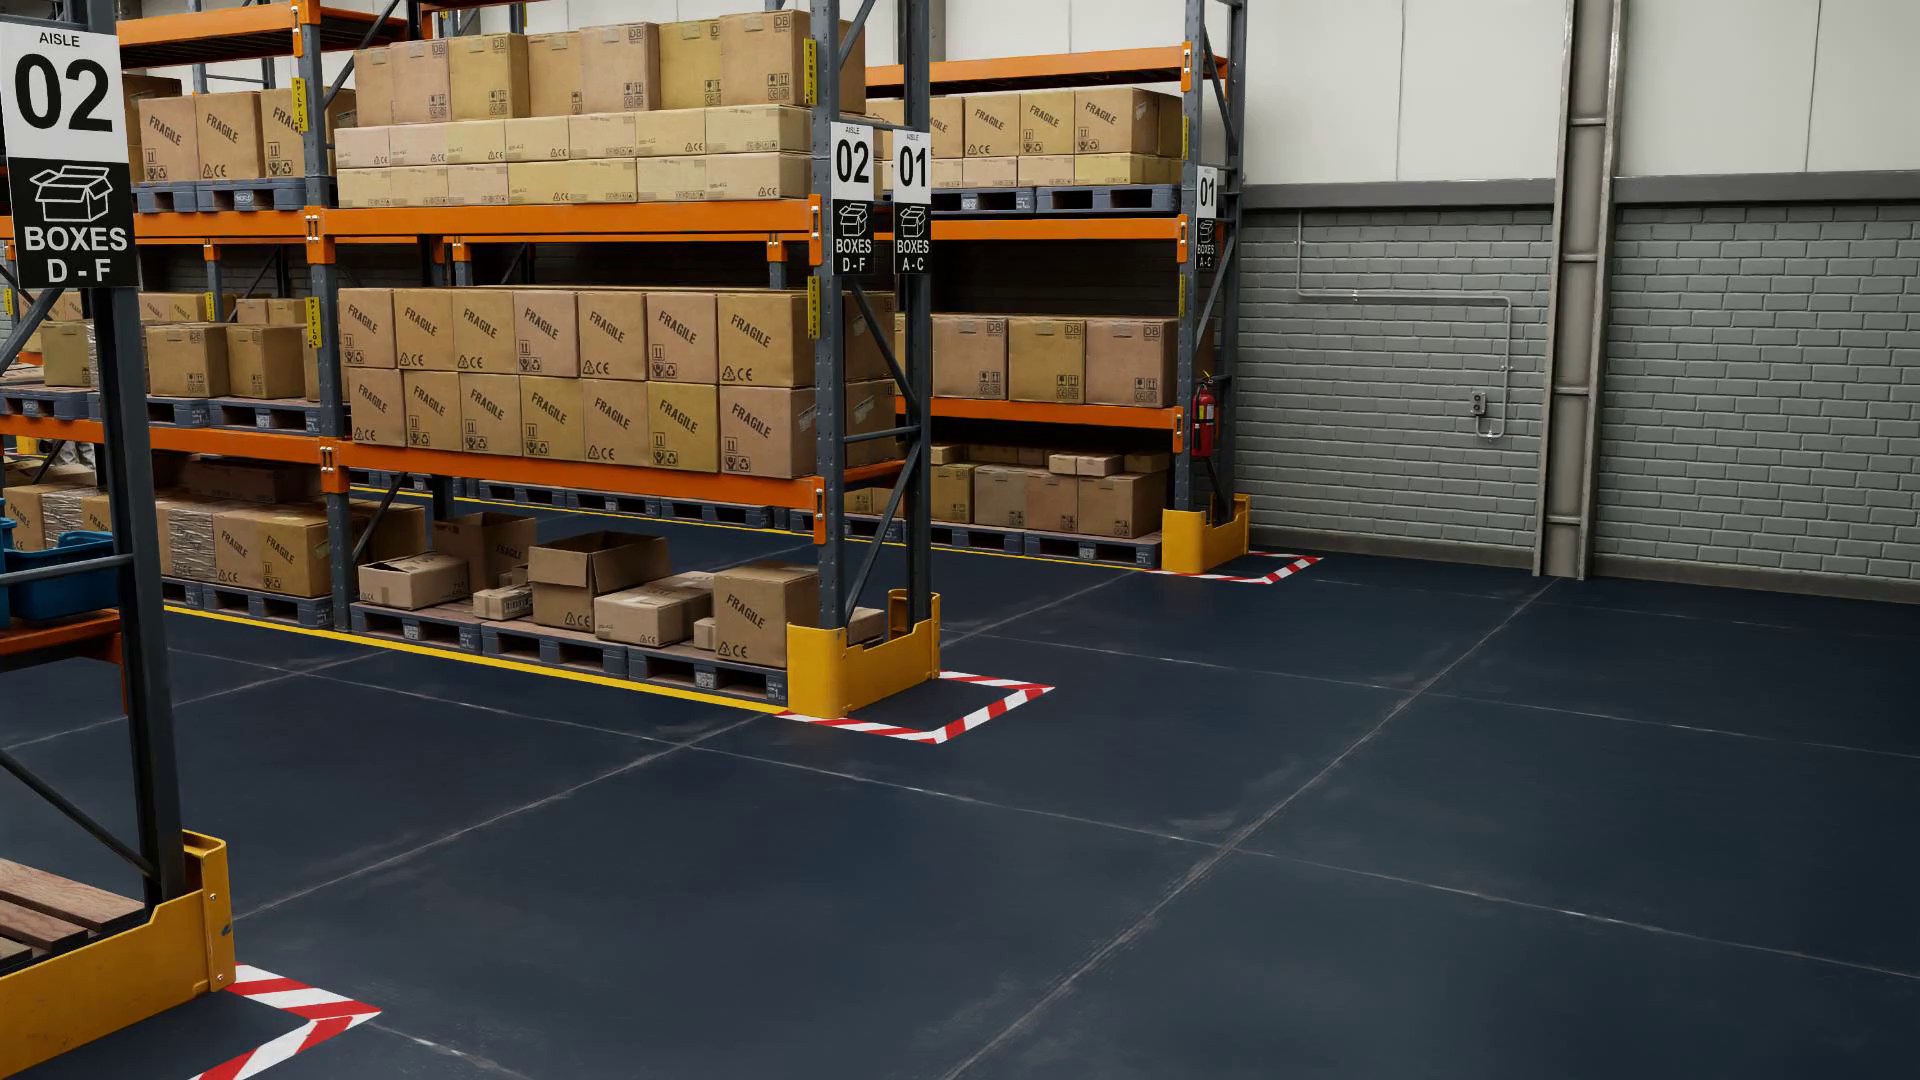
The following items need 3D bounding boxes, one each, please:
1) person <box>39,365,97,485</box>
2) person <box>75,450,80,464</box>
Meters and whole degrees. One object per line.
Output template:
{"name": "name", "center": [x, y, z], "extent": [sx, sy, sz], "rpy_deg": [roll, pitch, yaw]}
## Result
{"name": "person", "center": [-8.081, -0.979, 15.118], "extent": [0.354, 1.887, 0.573], "rpy_deg": [6, 11, 31]}
{"name": "person", "center": [-10.163, -1.526, 19.094], "extent": [0.280, 1.624, 0.493], "rpy_deg": [0, 10, -1]}
